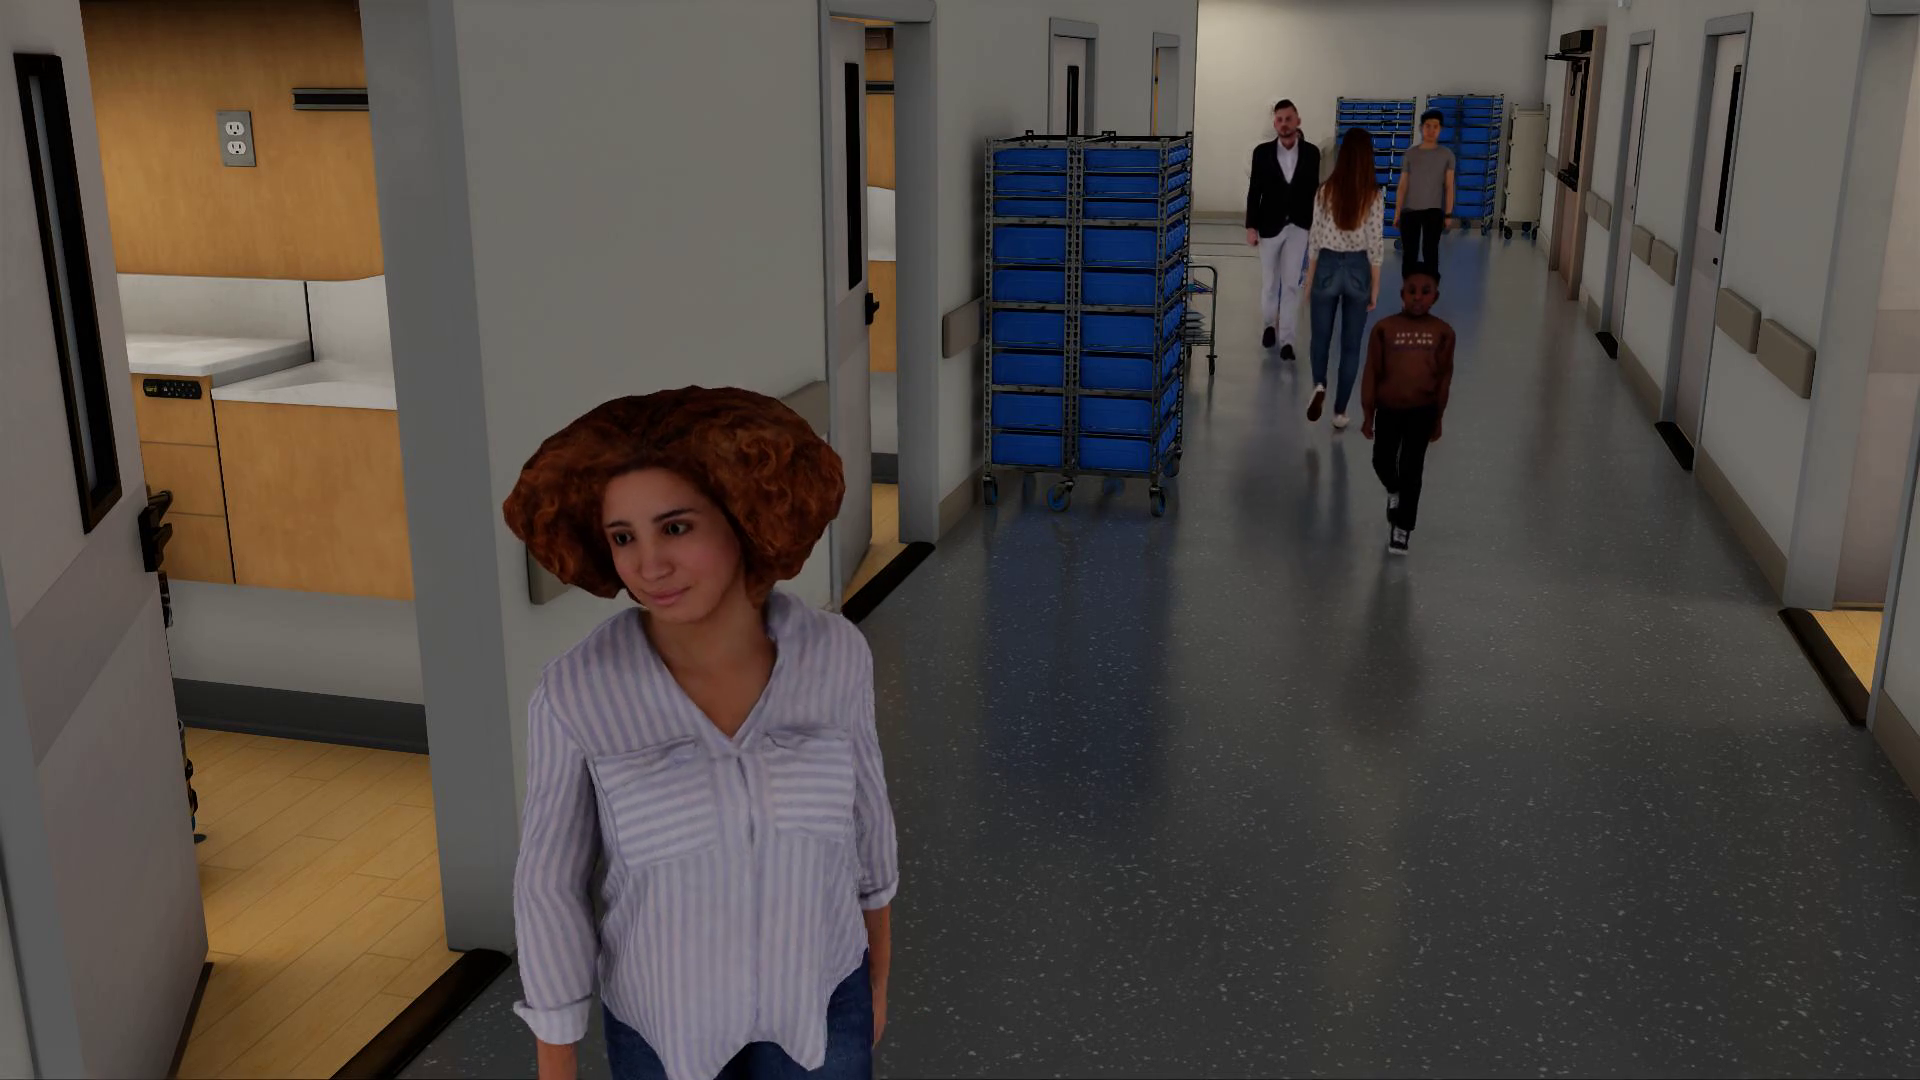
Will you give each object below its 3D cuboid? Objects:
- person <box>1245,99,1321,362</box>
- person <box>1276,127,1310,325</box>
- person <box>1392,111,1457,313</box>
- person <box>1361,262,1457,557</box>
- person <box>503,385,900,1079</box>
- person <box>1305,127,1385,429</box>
[{"bbox_3d":[2.313,-2.212,12.009,0.775,1.793,1.266,2,16,8],"label":"person"},{"bbox_3d":[2.655,-2.582,13.675,0.714,1.601,0.751,-4,16,-12],"label":"person"},{"bbox_3d":[4.015,-2.830,14.365,0.676,1.702,0.702,7,17,25],"label":"person"},{"bbox_3d":[1.945,-0.581,7.252,0.551,1.234,0.831,5,16,16],"label":"person"},{"bbox_3d":[-0.307,0.590,2.283,0.888,1.677,1.047,-5,16,-16],"label":"person"},{"bbox_3d":[2.173,-1.466,9.500,0.625,1.718,0.828,6,17,20],"label":"person"}]
